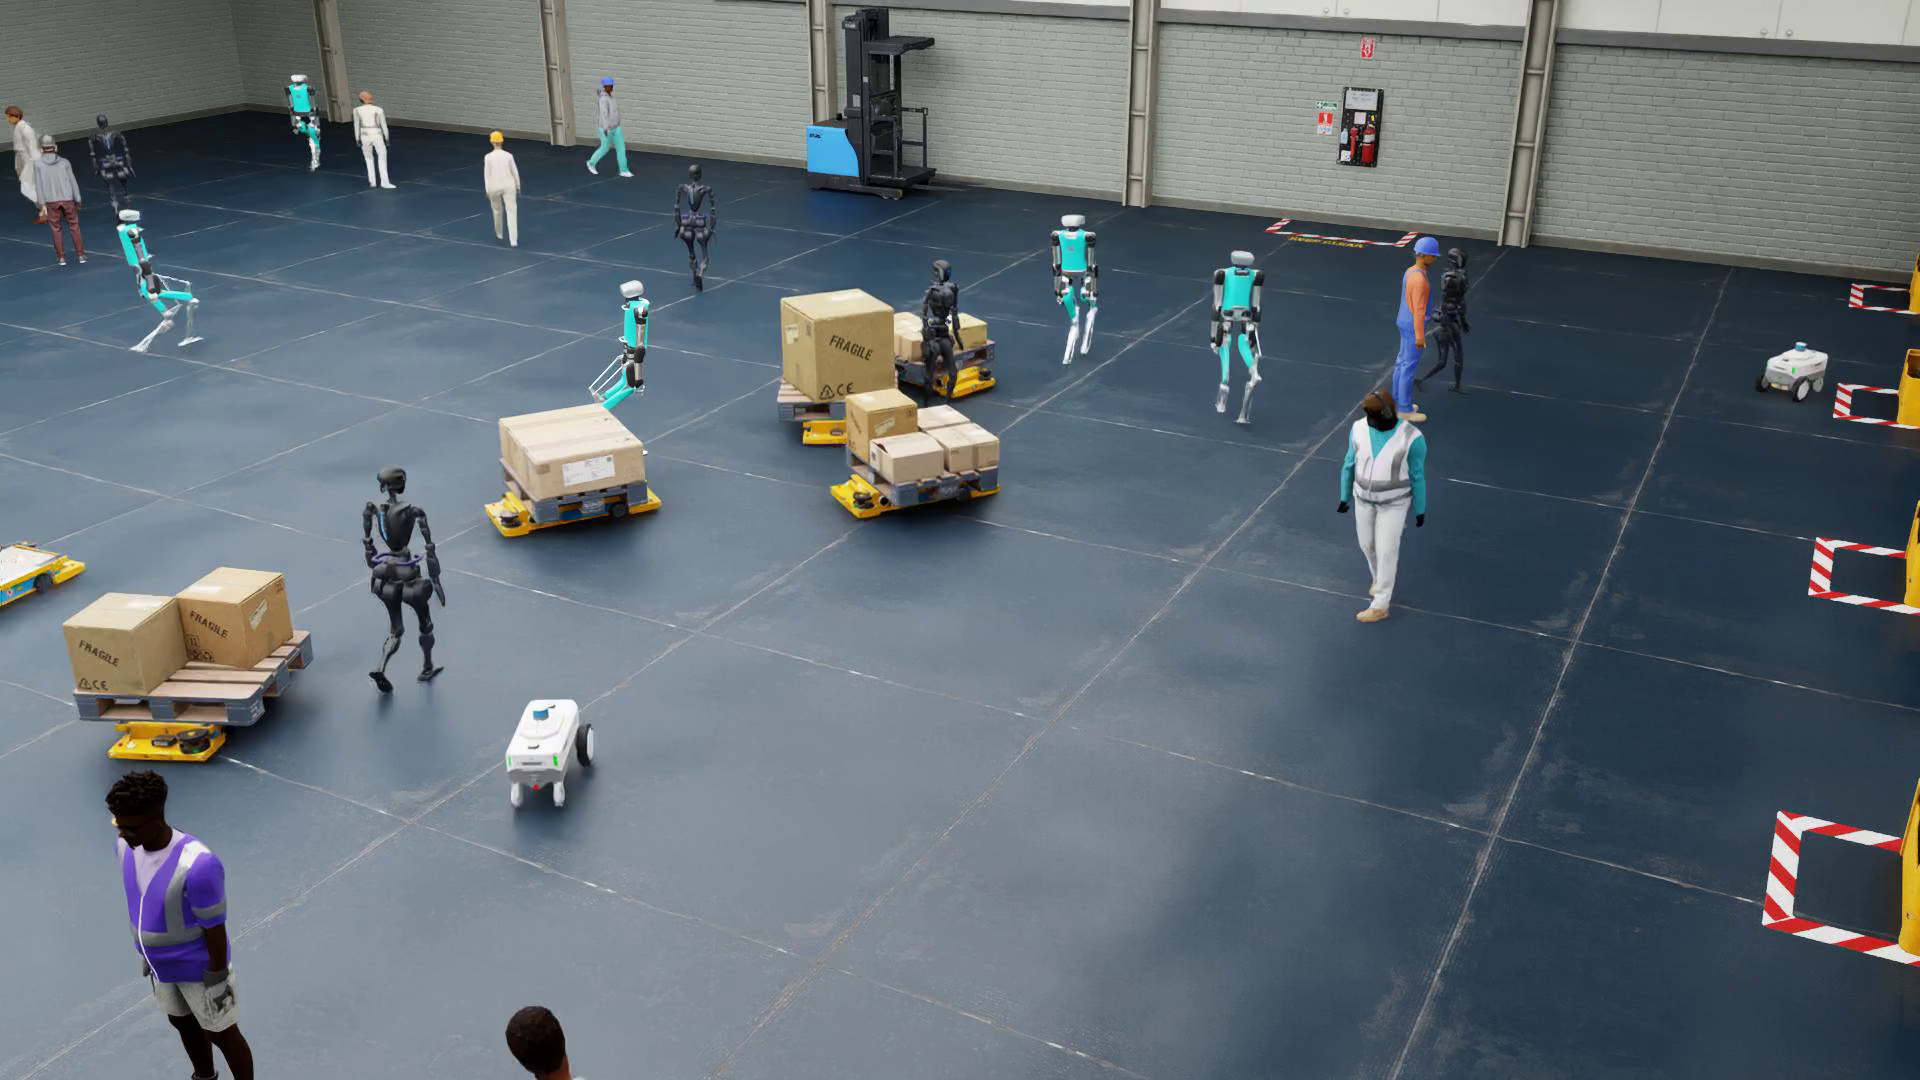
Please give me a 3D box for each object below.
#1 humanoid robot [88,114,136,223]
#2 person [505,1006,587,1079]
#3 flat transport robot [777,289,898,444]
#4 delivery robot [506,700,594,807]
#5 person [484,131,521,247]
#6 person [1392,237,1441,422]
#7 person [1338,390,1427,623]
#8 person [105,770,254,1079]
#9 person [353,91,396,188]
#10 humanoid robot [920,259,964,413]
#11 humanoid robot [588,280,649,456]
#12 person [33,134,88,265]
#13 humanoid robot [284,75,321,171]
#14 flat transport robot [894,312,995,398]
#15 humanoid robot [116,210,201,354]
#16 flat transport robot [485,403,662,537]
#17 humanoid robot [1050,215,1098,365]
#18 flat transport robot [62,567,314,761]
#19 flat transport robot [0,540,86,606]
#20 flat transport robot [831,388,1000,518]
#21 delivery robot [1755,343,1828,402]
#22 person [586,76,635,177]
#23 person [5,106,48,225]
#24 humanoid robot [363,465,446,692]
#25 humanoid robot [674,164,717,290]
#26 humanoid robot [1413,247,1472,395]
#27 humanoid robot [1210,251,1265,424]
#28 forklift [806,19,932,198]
[{"bbox_3d":[-13.147,-5.774,25.855,0.584,1.631,0.660,-14,27,-29],"label":"humanoid robot"},{"bbox_3d":[-1.427,2.543,6.208,0.630,1.876,0.721,-5,24,-11],"label":"person"},{"bbox_3d":[-1.240,-1.305,17.201,0.659,0.231,1.431,-1,23,-1],"label":"flat transport robot"},{"bbox_3d":[-2.673,1.326,10.711,0.499,0.593,0.789,-1,23,-1],"label":"delivery robot"},{"bbox_3d":[-6.719,-5.169,24.443,0.504,1.641,0.903,-7,24,-17],"label":"person"},{"bbox_3d":[4.699,-2.184,17.178,0.369,1.903,0.520,1,23,2],"label":"person"},{"bbox_3d":[3.296,-0.308,12.948,0.680,1.796,0.743,19,30,37],"label":"person"},{"bbox_3d":[-3.550,1.904,7.598,0.596,1.958,0.370,12,26,26],"label":"person"},{"bbox_3d":[-9.971,-6.790,28.249,0.569,1.623,0.356,-3,23,-7],"label":"person"},{"bbox_3d":[-0.211,-2.096,17.258,0.427,1.649,0.591,17,29,35],"label":"humanoid robot"},{"bbox_3d":[-3.296,-1.621,15.903,0.735,1.681,0.533,-8,25,-19],"label":"humanoid robot"},{"bbox_3d":[-12.652,-4.781,23.348,0.553,1.805,0.381,-14,27,-29],"label":"person"},{"bbox_3d":[-11.532,-7.389,29.486,0.544,1.734,0.966,1,23,3],"label":"humanoid robot"},{"bbox_3d":[-0.358,-1.882,18.545,1.431,0.231,0.659,21,31,40],"label":"flat transport robot"},{"bbox_3d":[-9.245,-2.981,19.276,1.035,1.754,0.550,-18,29,-36],"label":"humanoid robot"},{"bbox_3d":[-3.483,-0.344,14.964,1.431,0.231,0.659,-12,26,-26],"label":"flat transport robot"},{"bbox_3d":[1.359,-2.872,19.000,0.550,1.770,0.916,8,25,18],"label":"humanoid robot"},{"bbox_3d":[-5.260,1.107,11.586,0.659,0.231,1.431,1,23,3],"label":"flat transport robot"},{"bbox_3d":[-7.811,0.388,13.259,0.659,0.231,1.431,9,25,20],"label":"flat transport robot"},{"bbox_3d":[-0.389,-0.486,15.295,1.431,0.231,0.659,-11,26,-24],"label":"flat transport robot"},{"bbox_3d":[9.084,-1.840,18.093,0.795,0.602,0.499,-16,28,-32],"label":"delivery robot"},{"bbox_3d":[-6.185,-7.247,29.155,0.784,1.750,0.536,8,25,19],"label":"person"},{"bbox_3d":[-14.361,-5.754,25.603,0.540,1.813,0.429,21,31,40],"label":"person"},{"bbox_3d":[-3.970,0.280,11.733,0.616,1.635,0.552,7,24,15],"label":"humanoid robot"},{"bbox_3d":[-3.538,-4.138,22.040,0.594,1.637,0.638,2,23,4],"label":"humanoid robot"},{"bbox_3d":[5.254,-2.359,17.907,0.549,1.629,0.585,17,29,34],"label":"humanoid robot"},{"bbox_3d":[2.895,-2.005,17.008,0.571,1.752,0.941,-3,23,-8],"label":"humanoid robot"},{"bbox_3d":[-1.573,-7.292,27.850,1.873,2.768,1.129,12,26,25],"label":"forklift"}]
